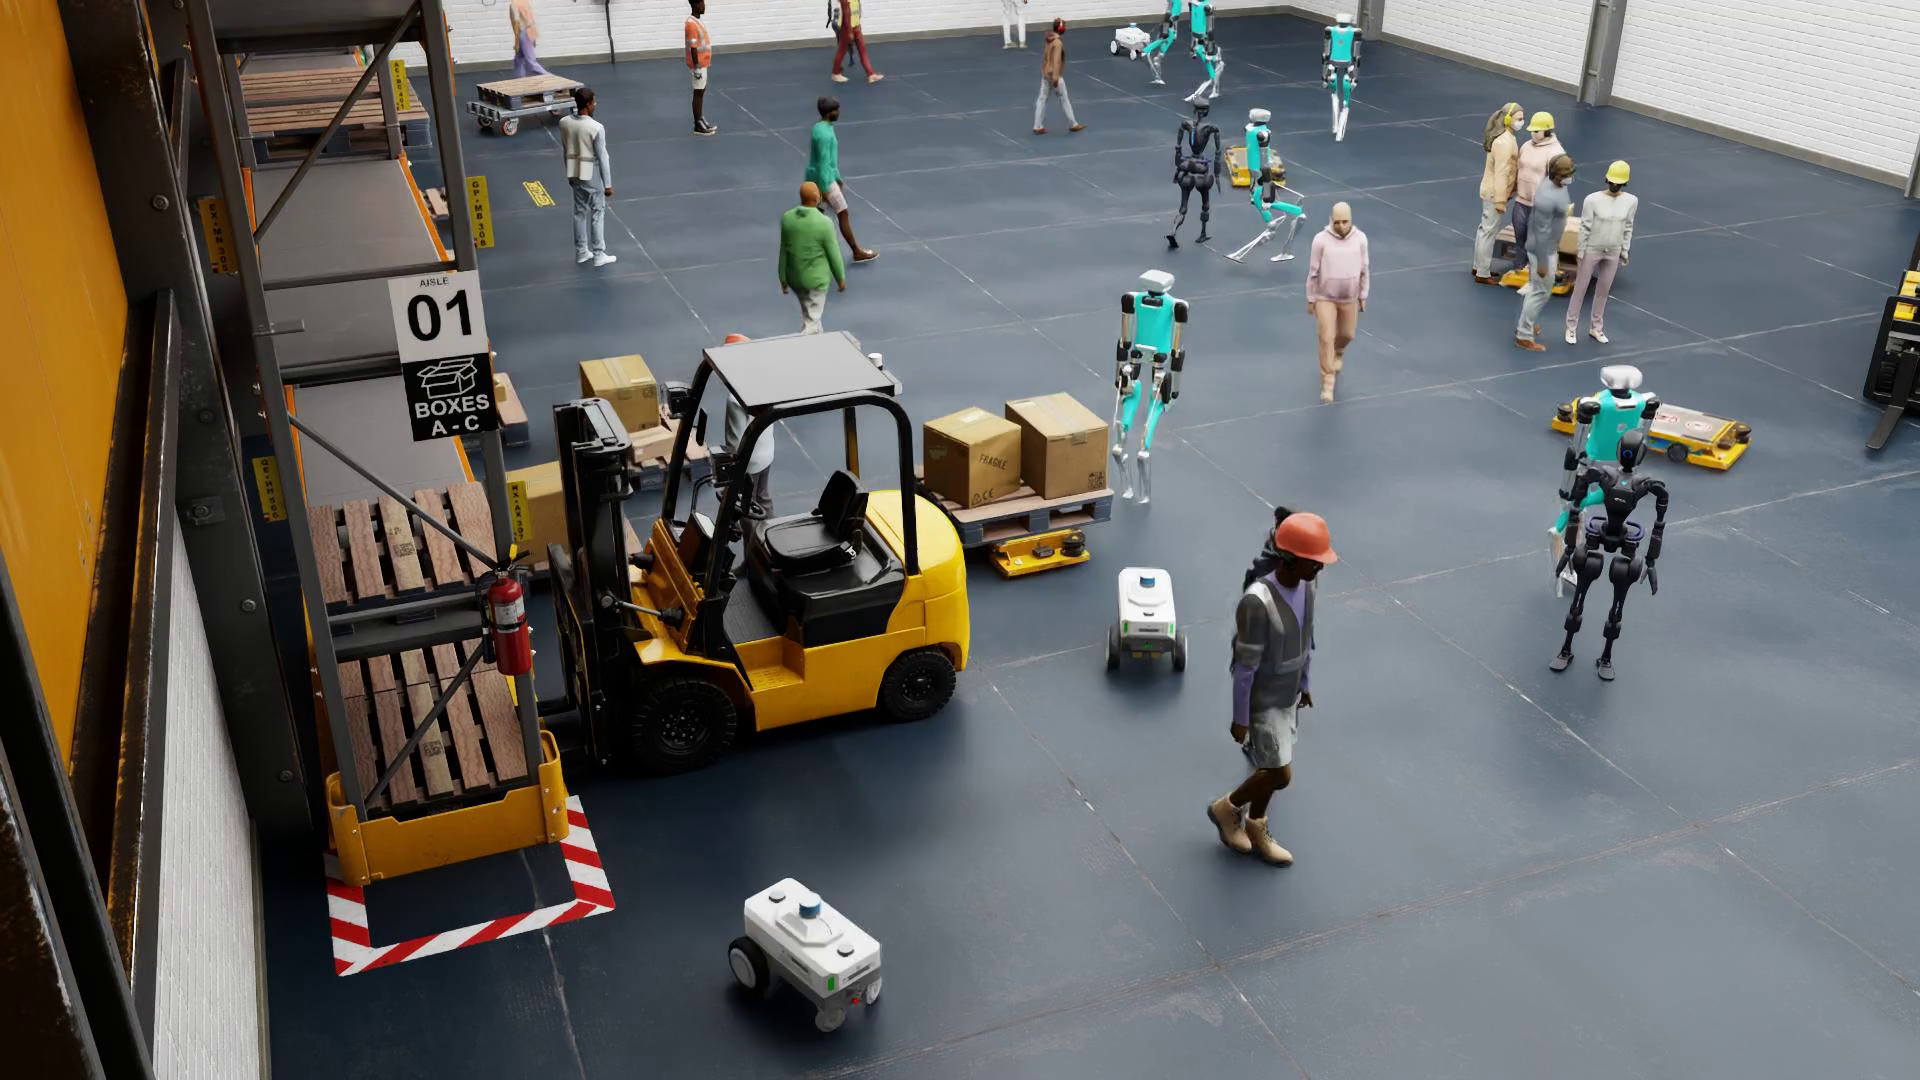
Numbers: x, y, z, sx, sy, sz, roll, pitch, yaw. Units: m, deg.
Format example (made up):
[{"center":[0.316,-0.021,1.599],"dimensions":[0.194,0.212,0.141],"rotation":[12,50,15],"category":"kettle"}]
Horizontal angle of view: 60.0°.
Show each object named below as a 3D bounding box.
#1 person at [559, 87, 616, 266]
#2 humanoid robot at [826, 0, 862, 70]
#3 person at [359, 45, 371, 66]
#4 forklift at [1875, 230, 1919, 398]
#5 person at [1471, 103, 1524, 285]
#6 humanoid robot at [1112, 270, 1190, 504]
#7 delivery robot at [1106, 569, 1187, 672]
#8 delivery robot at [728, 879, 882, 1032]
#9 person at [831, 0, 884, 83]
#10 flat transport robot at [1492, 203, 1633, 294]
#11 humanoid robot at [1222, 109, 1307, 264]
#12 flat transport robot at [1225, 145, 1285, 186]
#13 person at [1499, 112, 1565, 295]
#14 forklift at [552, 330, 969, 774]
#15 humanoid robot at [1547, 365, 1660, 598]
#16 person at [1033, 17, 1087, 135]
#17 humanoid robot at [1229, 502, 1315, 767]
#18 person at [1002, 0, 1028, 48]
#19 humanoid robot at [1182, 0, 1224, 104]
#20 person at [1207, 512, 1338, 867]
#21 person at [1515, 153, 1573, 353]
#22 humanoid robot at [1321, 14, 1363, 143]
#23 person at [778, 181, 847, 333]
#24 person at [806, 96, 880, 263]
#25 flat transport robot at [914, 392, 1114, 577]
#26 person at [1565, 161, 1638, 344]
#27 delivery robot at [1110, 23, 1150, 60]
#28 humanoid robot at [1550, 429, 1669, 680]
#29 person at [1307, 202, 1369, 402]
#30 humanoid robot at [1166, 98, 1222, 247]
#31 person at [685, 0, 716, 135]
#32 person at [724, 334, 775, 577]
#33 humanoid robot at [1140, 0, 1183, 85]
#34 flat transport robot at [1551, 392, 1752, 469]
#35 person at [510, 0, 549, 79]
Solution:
[{"center":[-4.012,-3.905,17.938],"dimensions":[0.596,1.907,0.410],"rotation":[14,30,26],"category":"person"},{"center":[-1.954,-8.725,27.838],"dimensions":[0.610,1.629,0.783],"rotation":[1,27,3],"category":"humanoid robot"},{"center":[-8.861,-6.981,24.141],"dimensions":[0.621,1.835,0.595],"rotation":[2,27,5],"category":"person"},{"center":[9.029,-2.397,14.618],"dimensions":[1.214,2.155,2.313],"rotation":[18,32,32],"category":"forklift"},{"center":[5.616,-3.633,17.430],"dimensions":[0.403,1.876,0.555],"rotation":[6,27,11],"category":"person"},{"center":[1.356,-1.085,12.541],"dimensions":[0.537,1.820,0.656],"rotation":[13,29,24],"category":"humanoid robot"},{"center":[1.194,0.502,10.688],"dimensions":[0.499,0.610,0.804],"rotation":[1,27,3],"category":"delivery robot"},{"center":[-0.711,1.922,7.864],"dimensions":[0.522,0.611,0.782],"rotation":[-22,34,-37],"category":"delivery robot"},{"center":[-1.709,-8.220,26.723],"dimensions":[0.931,1.717,0.500],"rotation":[12,29,23],"category":"person"},{"center":[6.403,-2.952,17.860],"dimensions":[0.659,0.231,1.431],"rotation":[19,33,33],"category":"flat transport robot"},{"center":[3.355,-3.735,17.786],"dimensions":[1.009,1.733,0.543],"rotation":[-4,27,-8],"category":"humanoid robot"},{"center":[3.836,-4.870,21.673],"dimensions":[0.659,0.231,1.431],"rotation":[2,27,3],"category":"flat transport robot"},{"center":[5.933,-3.483,17.153],"dimensions":[0.435,1.856,0.806],"rotation":[-13,29,-24],"category":"person"},{"center":[-1.094,0.010,9.831],"dimensions":[2.313,2.155,1.214],"rotation":[-10,28,-20],"category":"forklift"},{"center":[4.199,-0.396,11.200],"dimensions":[0.547,1.827,0.771],"rotation":[-3,27,-6],"category":"humanoid robot"},{"center":[1.408,-6.566,23.538],"dimensions":[0.828,1.611,0.477],"rotation":[-10,28,-18],"category":"person"},{"center":[1.750,0.489,9.465],"dimensions":[0.584,1.634,0.433],"rotation":[-18,32,-31],"category":"humanoid robot"},{"center":[0.930,-9.633,29.384],"dimensions":[0.613,1.861,0.425],"rotation":[8,28,16],"category":"person"},{"center":[3.809,-7.446,25.193],"dimensions":[1.010,1.746,0.533],"rotation":[-14,30,-26],"category":"humanoid robot"},{"center":[1.622,0.786,8.473],"dimensions":[0.434,2.024,0.633],"rotation":[21,34,36],"category":"person"},{"center":[5.463,-2.705,15.564],"dimensions":[0.336,1.900,0.760],"rotation":[11,29,21],"category":"person"},{"center":[5.354,-6.495,23.285],"dimensions":[0.535,1.776,0.824],"rotation":[10,29,20],"category":"humanoid robot"},{"center":[-1.331,-2.390,15.111],"dimensions":[0.567,1.733,0.945],"rotation":[12,29,22],"category":"person"},{"center":[-1.331,-3.880,17.983],"dimensions":[0.918,1.809,0.520],"rotation":[-5,27,-10],"category":"person"},{"center":[0.353,-0.153,12.292],"dimensions":[0.659,0.231,1.431],"rotation":[-11,29,-21],"category":"flat transport robot"},{"center":[6.077,-2.714,15.725],"dimensions":[0.523,1.763,0.326],"rotation":[-1,27,-2],"category":"person"},{"center":[2.992,-8.680,28.950],"dimensions":[0.499,0.610,0.804],"rotation":[-11,29,-21],"category":"delivery robot"},{"center":[4.006,0.088,10.228],"dimensions":[0.599,1.657,0.315],"rotation":[12,29,22],"category":"humanoid robot"},{"center":[3.292,-2.157,14.631],"dimensions":[0.547,1.753,0.736],"rotation":[-1,27,-2],"category":"person"},{"center":[2.620,-4.112,18.624],"dimensions":[0.616,1.639,0.671],"rotation":[18,32,31],"category":"humanoid robot"},{"center":[-3.684,-6.747,23.519],"dimensions":[0.361,1.963,0.613],"rotation":[0,27,-1],"category":"person"},{"center":[-1.474,-0.588,11.522],"dimensions":[0.348,1.738,0.572],"rotation":[8,28,16],"category":"person"},{"center":[3.165,-8.040,26.453],"dimensions":[0.735,1.879,0.539],"rotation":[13,29,23],"category":"humanoid robot"},{"center":[5.755,-0.934,13.846],"dimensions":[1.431,0.231,0.659],"rotation":[20,33,34],"category":"flat transport robot"},{"center":[-6.652,-7.729,25.654],"dimensions":[0.882,1.805,0.557],"rotation":[-1,27,-2],"category":"person"}]
